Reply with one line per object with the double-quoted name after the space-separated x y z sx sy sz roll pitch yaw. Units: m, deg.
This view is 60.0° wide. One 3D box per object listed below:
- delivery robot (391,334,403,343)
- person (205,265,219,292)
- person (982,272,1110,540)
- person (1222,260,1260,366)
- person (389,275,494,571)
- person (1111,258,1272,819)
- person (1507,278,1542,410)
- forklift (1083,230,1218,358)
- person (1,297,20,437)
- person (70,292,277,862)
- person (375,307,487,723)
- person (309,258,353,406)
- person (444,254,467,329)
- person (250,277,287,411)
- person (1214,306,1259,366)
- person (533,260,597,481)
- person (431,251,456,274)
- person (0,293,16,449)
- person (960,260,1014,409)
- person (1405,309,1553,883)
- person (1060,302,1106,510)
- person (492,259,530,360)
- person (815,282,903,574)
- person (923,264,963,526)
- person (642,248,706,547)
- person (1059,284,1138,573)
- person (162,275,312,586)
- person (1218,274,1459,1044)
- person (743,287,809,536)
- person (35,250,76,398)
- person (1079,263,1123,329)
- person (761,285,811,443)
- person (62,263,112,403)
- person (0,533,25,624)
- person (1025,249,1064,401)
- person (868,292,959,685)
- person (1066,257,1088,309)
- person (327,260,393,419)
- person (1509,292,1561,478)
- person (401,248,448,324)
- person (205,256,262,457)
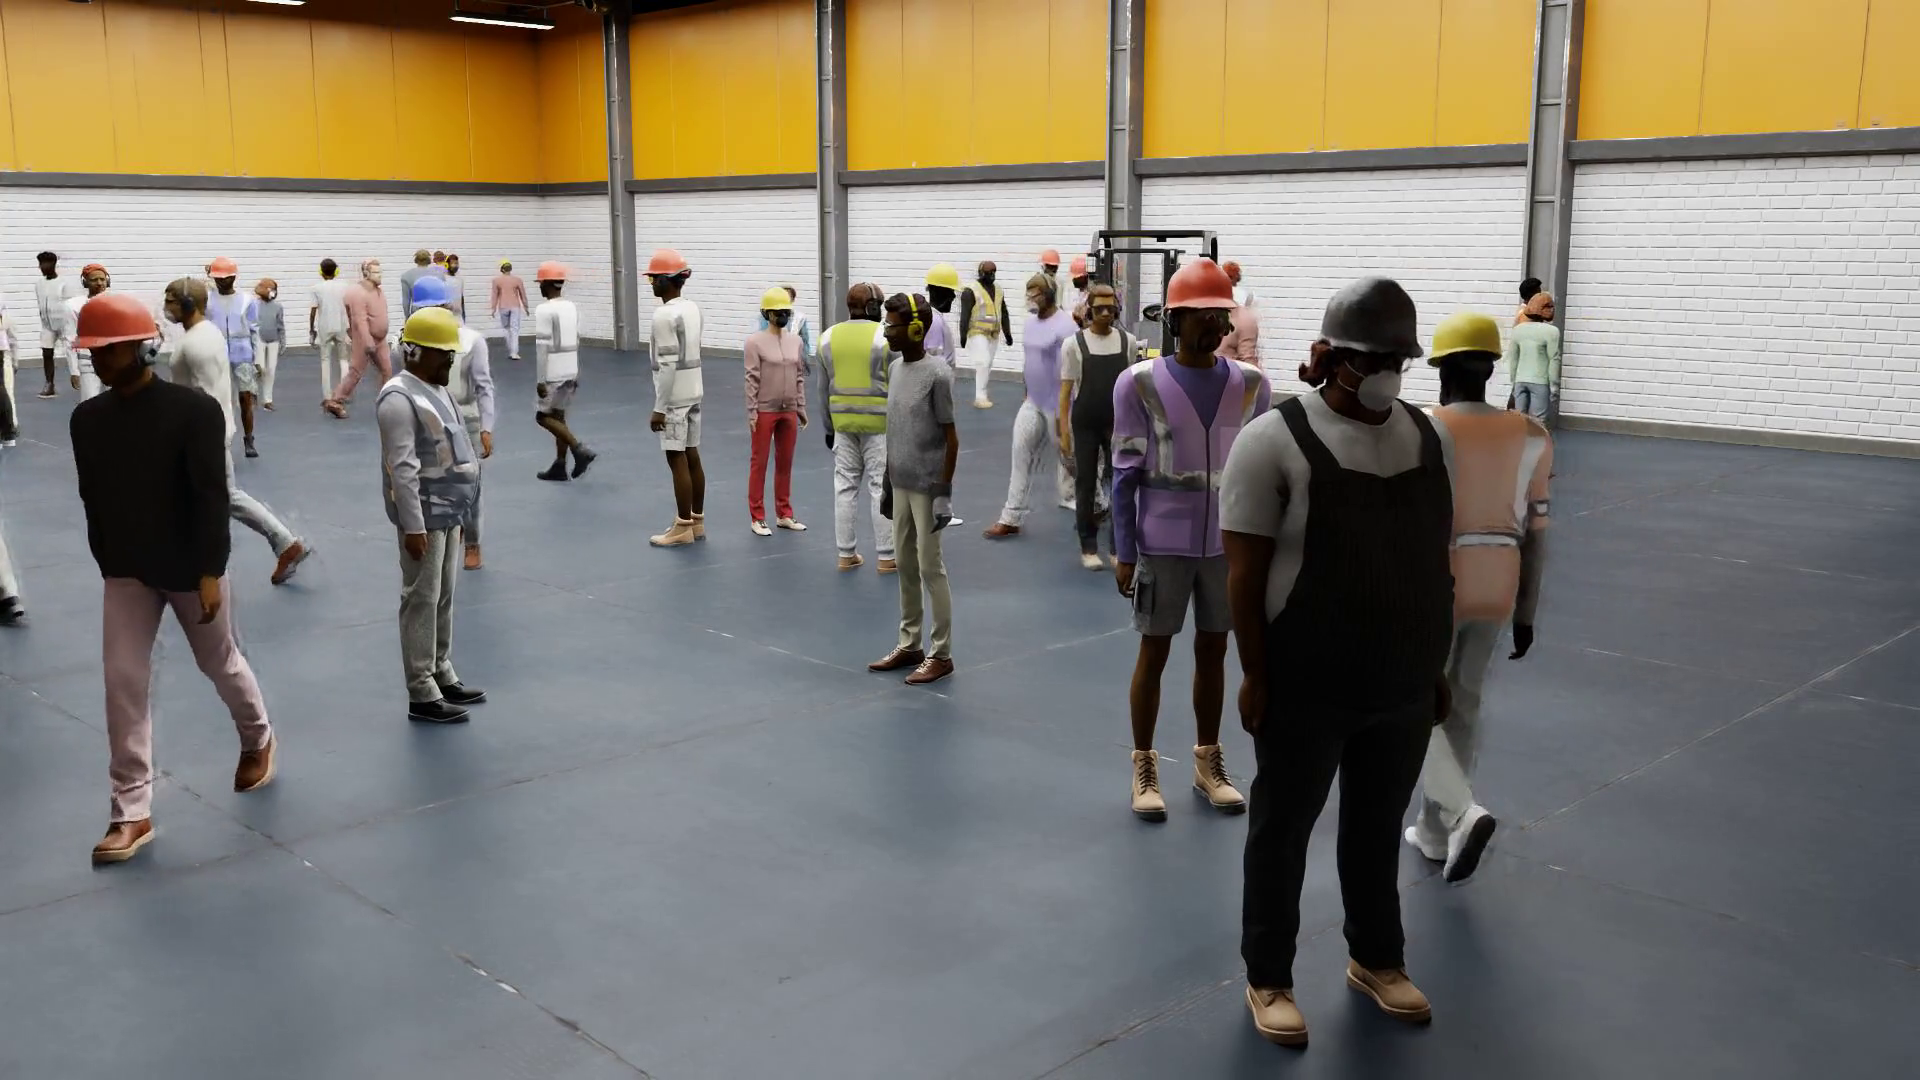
-9.394 -3.412 28.550 0.707 0.478 0.477 -4 11 -22 "delivery robot"
-12.567 -3.826 28.103 0.307 1.641 0.514 0 10 -1 "person"
0.674 -0.952 11.790 1.044 1.885 0.631 -7 12 -33 "person"
2.798 -1.963 17.301 0.591 1.870 0.399 -1 10 -3 "person"
-3.170 -0.676 10.249 0.599 1.904 1.013 -3 11 -14 "person"
0.854 0.005 6.100 0.607 2.048 0.370 -3 11 -14 "person"
5.945 -1.914 17.549 0.321 1.690 0.527 3 11 17 "person"
1.804 -1.825 15.677 1.214 2.155 2.313 2 11 13 "forklift"
-10.316 -1.903 17.767 0.500 1.590 0.866 -7 13 -35 "person"
-2.851 0.074 6.018 0.615 1.951 1.022 1 10 3 "person"
-2.328 -0.114 7.366 0.403 1.822 0.588 0 10 0 "person"
-7.801 -2.571 20.699 0.573 1.845 0.549 -6 12 -30 "person"
-7.611 -3.362 24.983 0.375 1.854 0.528 9 13 39 "person"
-8.490 -2.390 20.304 0.386 1.615 0.532 9 14 41 "person"
2.005 -1.129 12.823 0.646 1.860 0.952 7 13 34 "person"
-3.435 -1.442 14.341 0.558 1.918 0.557 4 11 22 "person"
-9.605 -4.439 30.903 0.563 1.838 0.389 -10 14 -43 "person"
-9.742 -1.861 16.625 0.373 1.917 0.595 0 10 2 "person"
0.349 -2.532 20.552 0.662 1.817 0.612 -10 14 -44 "person"
1.658 0.202 5.466 0.607 1.895 0.673 -1 10 -6 "person"
0.960 -1.020 12.835 0.543 1.620 0.455 -9 14 -42 "person"
-7.737 -3.970 28.648 0.615 1.710 0.771 -2 11 -12 "person"
-0.592 -0.704 10.542 0.619 1.839 0.430 5 11 24 "person"
-0.171 -1.070 12.311 0.382 1.919 0.584 -2 11 -9 "person"
-1.965 -0.968 11.414 0.381 2.045 0.605 2 11 13 "person"
0.897 -0.677 10.409 0.552 1.820 0.707 -2 11 -11 "person"
-4.427 -0.617 9.896 0.936 1.908 0.641 -3 11 -18 "person"
1.055 0.316 4.419 0.683 2.000 0.538 -4 11 -19 "person"
-1.311 -0.920 11.910 0.523 1.769 0.319 -10 14 -43 "person"
-11.928 -2.864 22.057 0.608 1.939 0.884 2 11 8 "person"
1.645 -2.334 19.150 0.623 1.938 1.049 -5 11 -24 "person"
-1.761 -1.788 17.003 0.538 1.623 0.433 -6 12 -30 "person"
-7.676 -1.522 14.876 0.355 1.883 0.572 9 14 41 "person"
-5.543 -0.417 9.123 0.932 1.791 0.590 7 13 34 "person"
1.174 -2.677 20.995 0.651 1.942 0.995 -9 14 -40 "person"
-0.215 -0.244 7.953 0.309 1.865 0.534 -8 13 -36 "person"
1.217 -1.973 17.256 0.730 1.903 0.575 -1 10 -6 "person"
-6.920 -2.317 19.302 0.982 1.861 0.664 2 11 11 "person"
5.060 -1.358 14.660 0.277 1.632 0.502 -6 12 -31 "person"
-7.809 -3.282 24.318 0.635 1.937 0.352 -2 11 -13 "person"
-6.984 -1.741 15.935 0.544 1.933 0.376 -4 11 -20 "person"
